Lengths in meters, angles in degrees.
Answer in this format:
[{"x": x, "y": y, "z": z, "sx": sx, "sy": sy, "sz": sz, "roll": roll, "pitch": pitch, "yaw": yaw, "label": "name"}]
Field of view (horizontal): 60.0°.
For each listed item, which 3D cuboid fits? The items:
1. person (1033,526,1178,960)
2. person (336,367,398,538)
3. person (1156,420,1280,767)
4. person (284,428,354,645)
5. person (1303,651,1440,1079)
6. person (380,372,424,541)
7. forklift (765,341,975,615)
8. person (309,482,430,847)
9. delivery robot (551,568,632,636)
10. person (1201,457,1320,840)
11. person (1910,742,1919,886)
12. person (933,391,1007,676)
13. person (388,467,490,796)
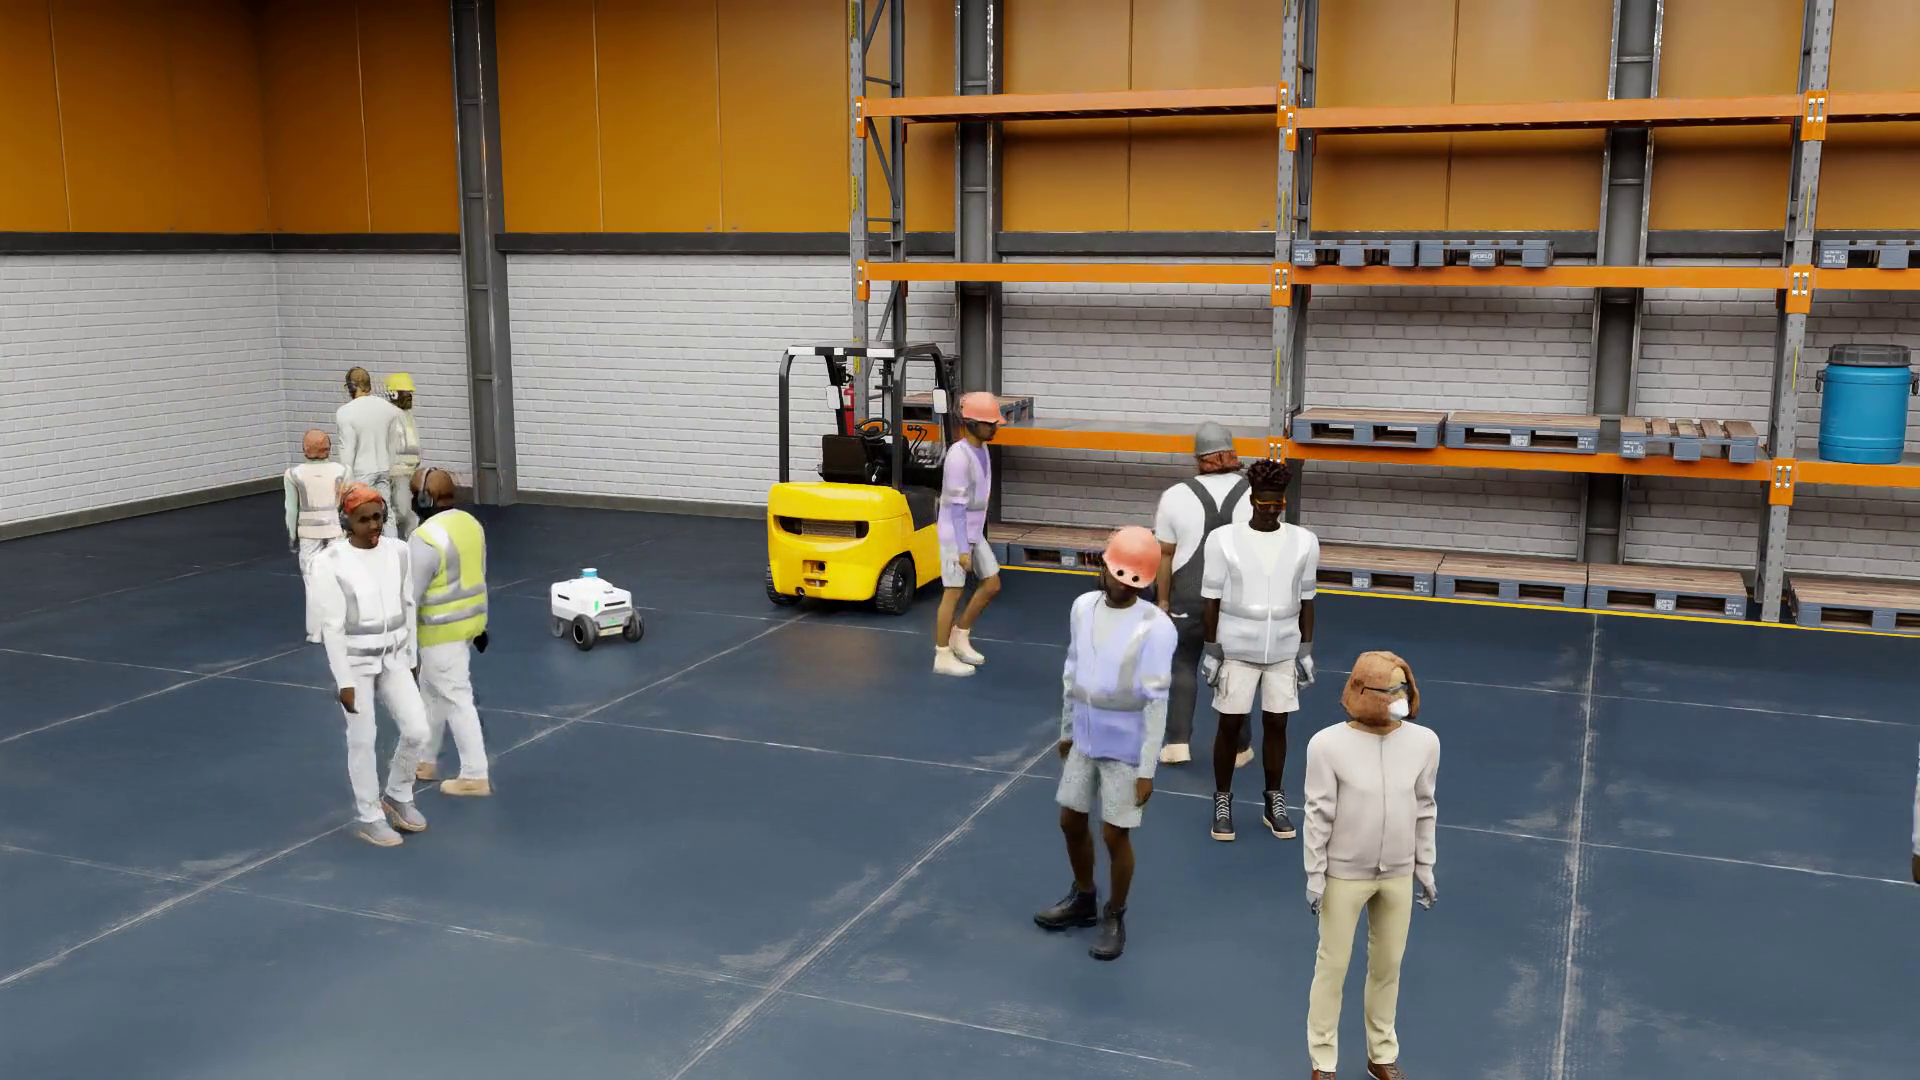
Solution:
[{"x": 0.617, "y": 0.854, "z": 7.002, "sx": 0.366, "sy": 1.883, "sz": 0.664, "roll": -9, "pitch": 14, "yaw": -42, "label": "person"}, {"x": -5.286, "y": -0.575, "z": 14.825, "sx": 0.373, "sy": 1.935, "sz": 0.628, "roll": 5, "pitch": 11, "yaw": 26, "label": "person"}, {"x": 1.492, "y": 0.298, "z": 9.660, "sx": 0.704, "sy": 2.000, "sz": 0.581, "roll": 1, "pitch": 10, "yaw": 7, "label": "person"}, {"x": -4.809, "y": -0.023, "z": 12.574, "sx": 0.522, "sy": 1.636, "sz": 0.310, "roll": -4, "pitch": 11, "yaw": -23, "label": "person"}, {"x": 1.443, "y": 1.185, "z": 5.848, "sx": 0.500, "sy": 1.635, "sz": 0.280, "roll": -2, "pitch": 10, "yaw": -12, "label": "person"}, {"x": -5.336, "y": -0.682, "z": 15.741, "sx": 0.550, "sy": 1.817, "sz": 0.615, "roll": 1, "pitch": 10, "yaw": 6, "label": "person"}, {"x": -0.739, "y": -0.602, "z": 14.246, "sx": 1.214, "sy": 2.155, "sz": 2.313, "roll": 4, "pitch": 11, "yaw": 21, "label": "forklift"}, {"x": -2.923, "y": 0.632, "z": 8.294, "sx": 0.461, "sy": 1.866, "sz": 0.584, "roll": 8, "pitch": 13, "yaw": 37, "label": "person"}, {"x": -2.804, "y": 0.459, "z": 12.639, "sx": 0.477, "sy": 0.478, "sz": 0.707, "roll": -9, "pitch": 14, "yaw": -42, "label": "delivery robot"}, {"x": 1.521, "y": 0.554, "z": 8.456, "sx": 0.603, "sy": 1.962, "sz": 0.368, "roll": -1, "pitch": 10, "yaw": -5, "label": "person"}, {"x": 3.628, "y": 1.069, "z": 5.778, "sx": 0.576, "sy": 1.889, "sz": 0.506, "roll": 4, "pitch": 11, "yaw": 22, "label": "person"}, {"x": 0.059, "y": -0.032, "z": 11.565, "sx": 0.553, "sy": 2.011, "sz": 0.621, "roll": 4, "pitch": 11, "yaw": 23, "label": "person"}, {"x": -2.953, "y": 0.508, "z": 9.138, "sx": 0.816, "sy": 1.815, "sz": 0.630, "roll": 2, "pitch": 10, "yaw": 9, "label": "person"}]
